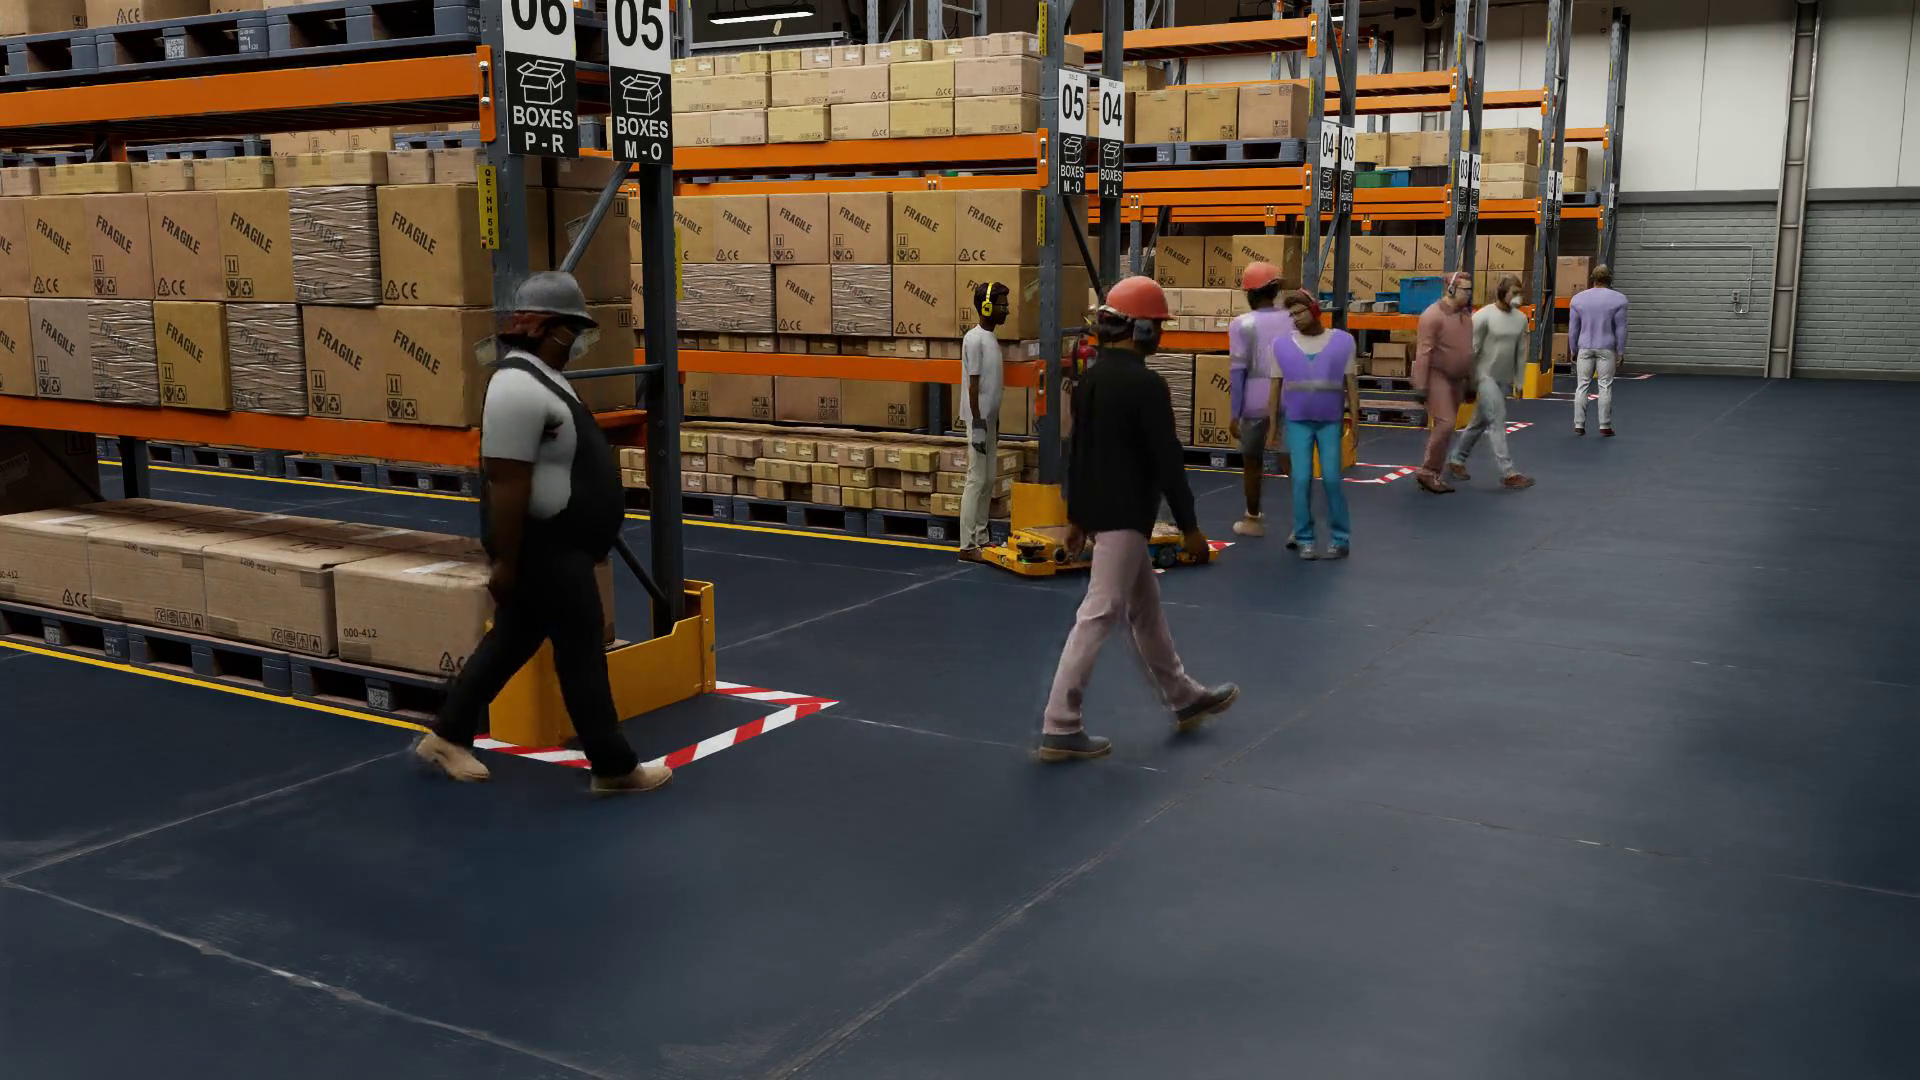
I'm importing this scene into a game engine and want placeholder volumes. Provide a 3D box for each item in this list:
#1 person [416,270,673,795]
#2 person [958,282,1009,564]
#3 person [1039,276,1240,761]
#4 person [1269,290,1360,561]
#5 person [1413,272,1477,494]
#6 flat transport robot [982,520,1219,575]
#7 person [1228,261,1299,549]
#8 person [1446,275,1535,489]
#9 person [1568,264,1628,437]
[{"bbox_3d":[-1.647,-0.056,6.314,0.927,2.000,0.683,-2,10,-14],"label":"person"},{"bbox_3d":[0.168,-0.773,11.050,0.325,1.860,0.515,3,10,17],"label":"person"},{"bbox_3d":[0.754,-0.088,6.776,1.022,1.940,0.618,-3,10,-17],"label":"person"},{"bbox_3d":[2.379,-0.766,11.184,0.591,1.808,0.443,3,10,16],"label":"person"},{"bbox_3d":[4.156,-1.334,14.215,0.691,1.890,0.499,-8,12,-39],"label":"person"},{"bbox_3d":[0.924,0.035,10.952,1.431,0.197,0.652,-4,11,-24],"label":"flat transport robot"},{"bbox_3d":[2.202,-0.943,11.652,0.643,2.011,0.954,-2,10,-14],"label":"person"},{"bbox_3d":[4.724,-1.415,14.789,0.644,1.878,1.042,-6,11,-31],"label":"person"},{"bbox_3d":[7.178,-2.128,18.739,0.631,1.940,0.369,6,11,32],"label":"person"}]
